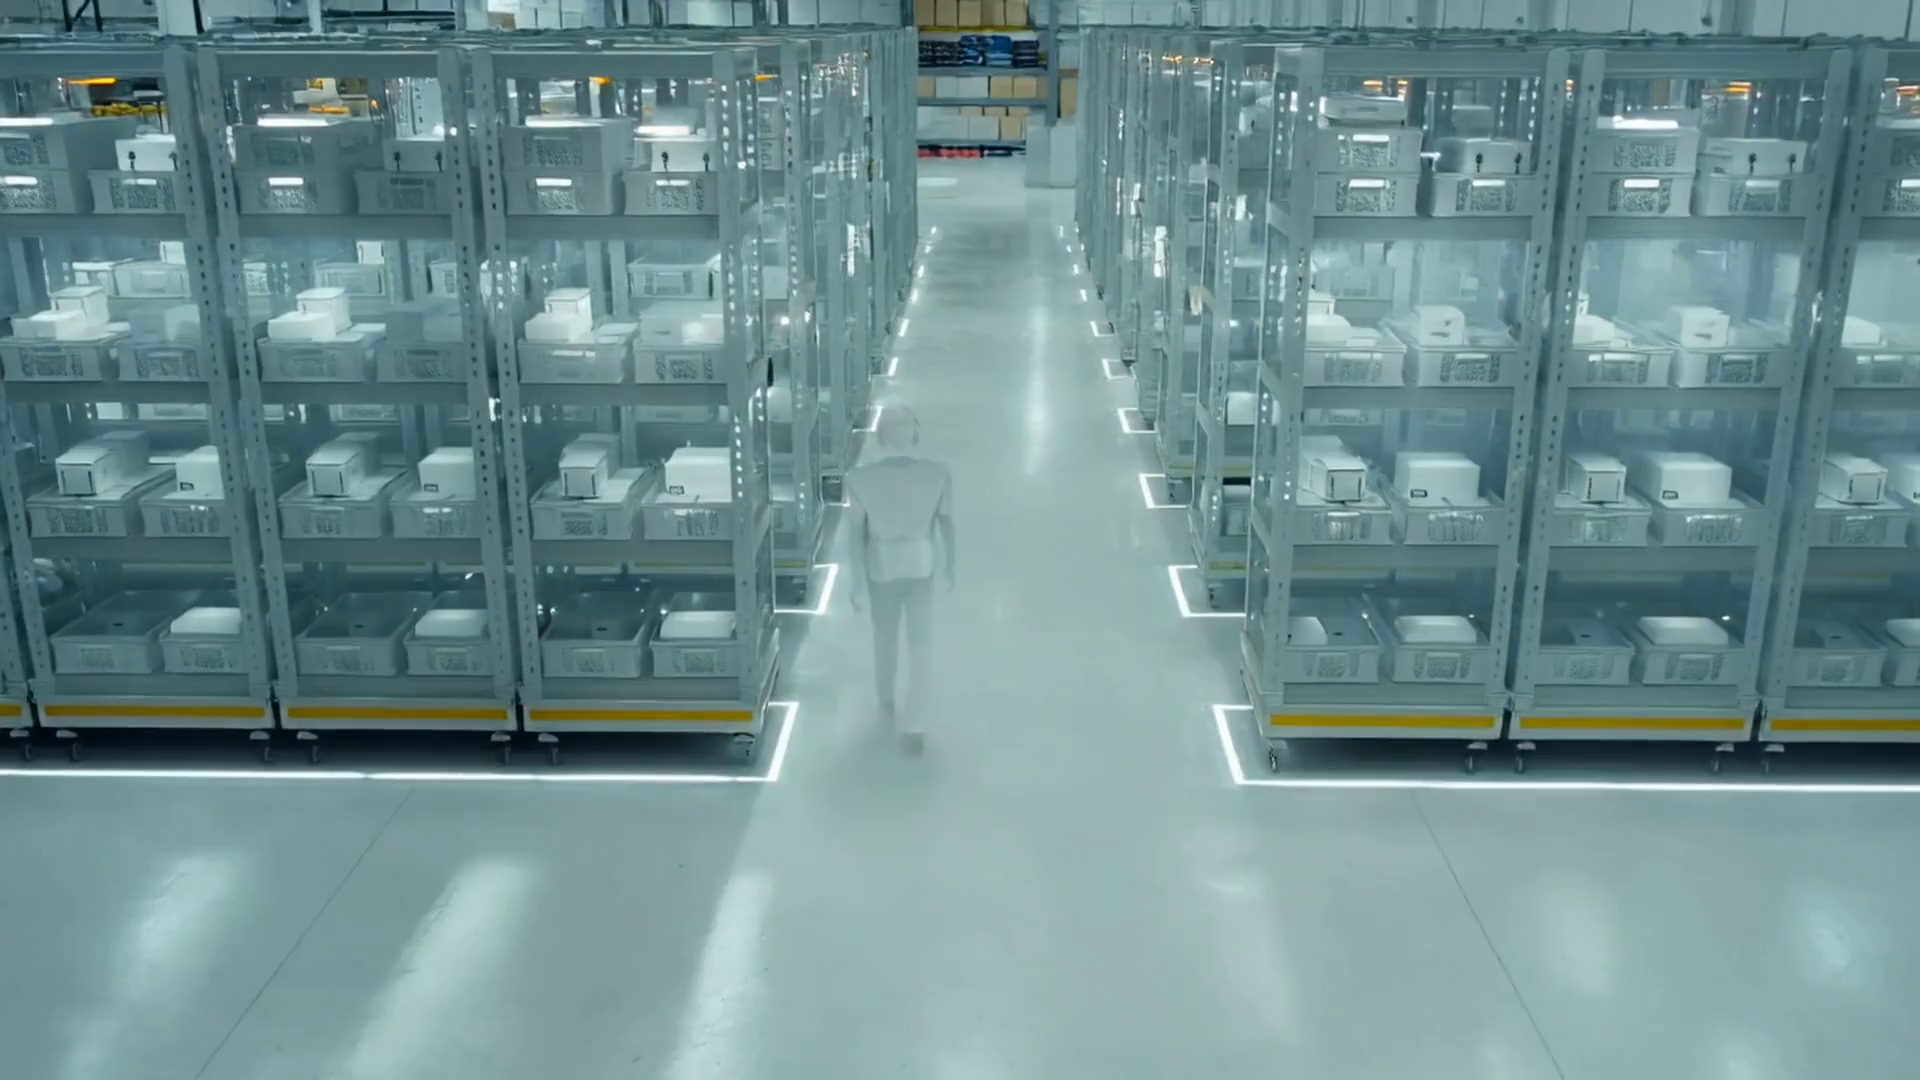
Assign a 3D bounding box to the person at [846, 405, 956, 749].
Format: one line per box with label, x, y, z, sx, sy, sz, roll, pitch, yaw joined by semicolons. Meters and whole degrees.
person;-0.309;0.162;8.914;0.590;1.792;0.990;-2;18;-7
